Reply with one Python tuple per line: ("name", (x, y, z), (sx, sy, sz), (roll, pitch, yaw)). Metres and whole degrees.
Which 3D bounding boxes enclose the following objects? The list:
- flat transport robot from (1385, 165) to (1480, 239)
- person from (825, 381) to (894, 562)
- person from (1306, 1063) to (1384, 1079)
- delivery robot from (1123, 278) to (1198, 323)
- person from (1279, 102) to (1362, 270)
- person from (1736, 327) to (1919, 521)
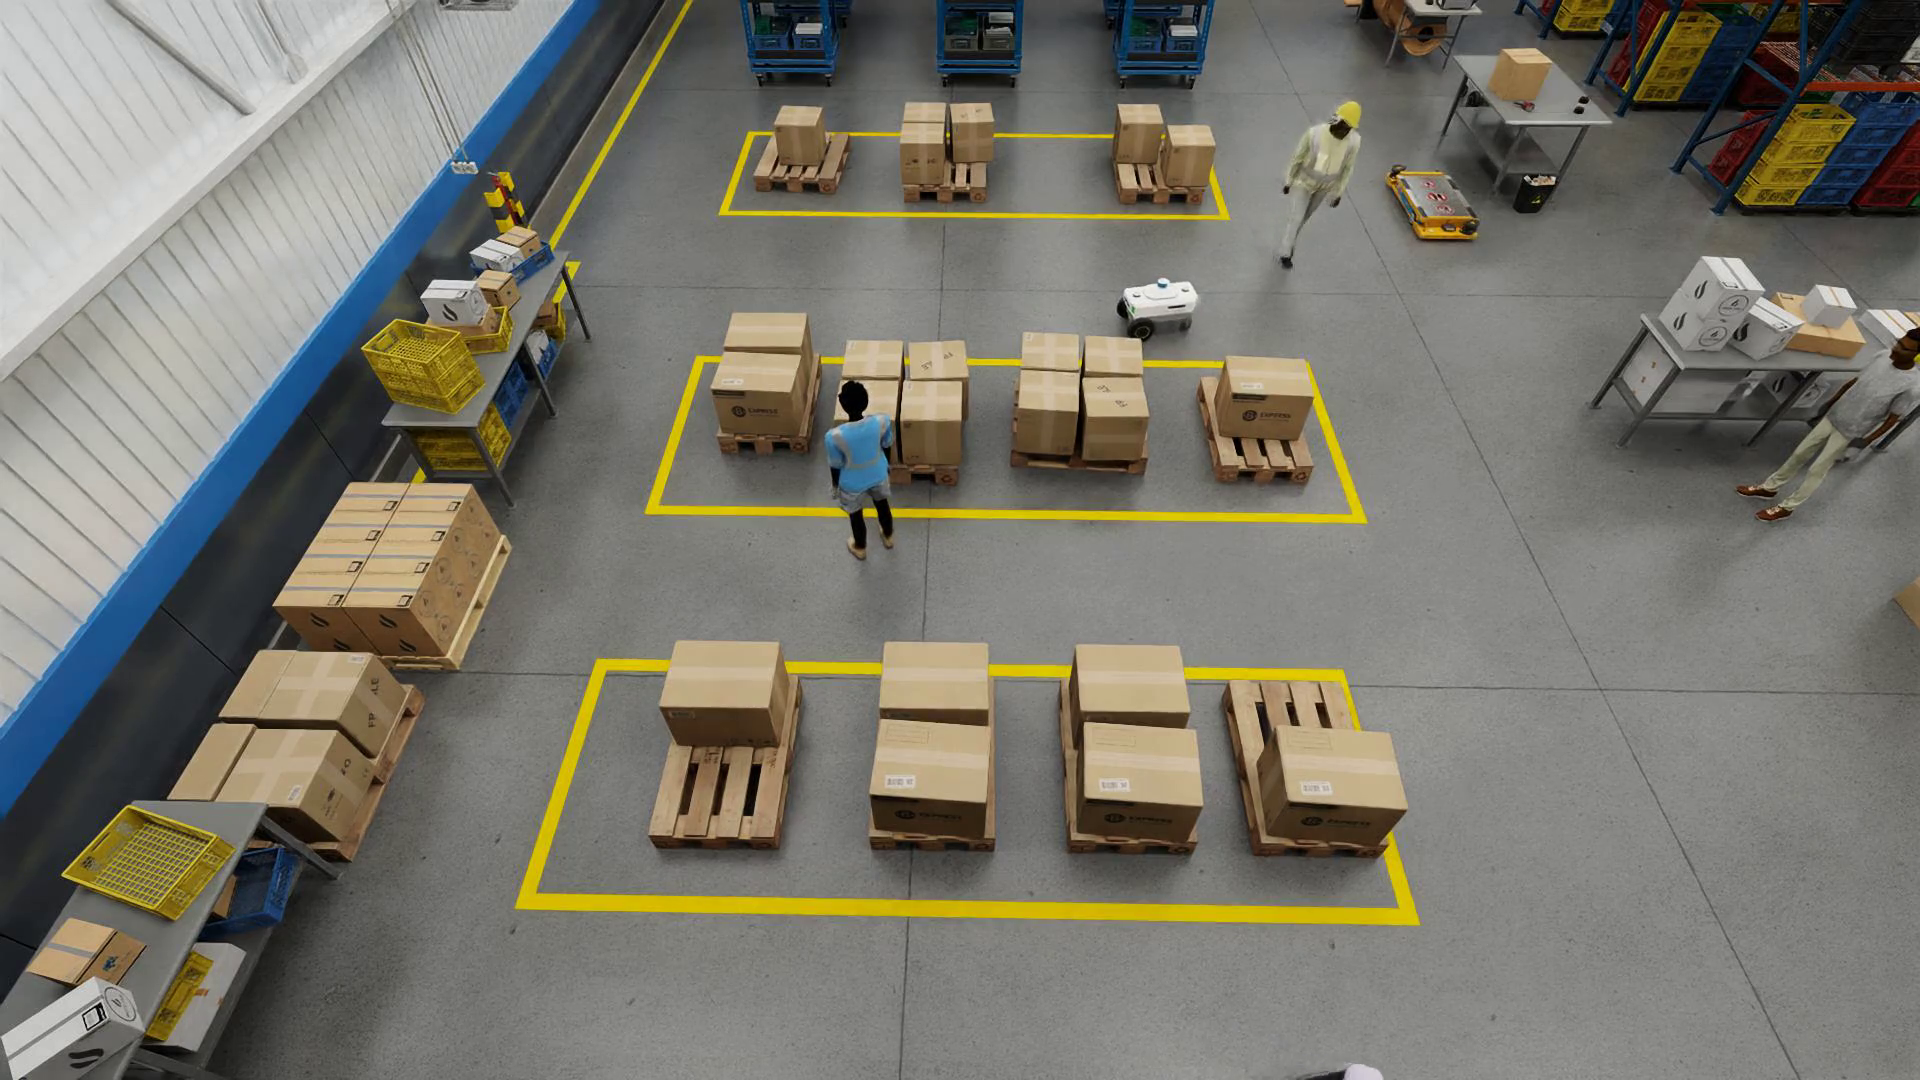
("flat transport robot", (5.692, -4.094, 11.059), (0.652, 0.197, 1.431), (1, 49, 1))
("person", (-0.746, -0.501, 7.012), (0.540, 1.695, 0.317), (-25, 53, -20))
("person", (1.732, 2.786, 4.057), (1.024, 1.858, 0.619), (8, 50, 6))
("delivery robot", (2.045, -2.446, 9.380), (0.707, 0.478, 0.477), (-8, 49, -5))
("person", (3.815, -3.779, 9.788), (0.620, 1.788, 0.705), (0, 49, 0))
("person", (6.958, -0.888, 7.235), (0.309, 1.868, 0.535), (1, 49, 1))
